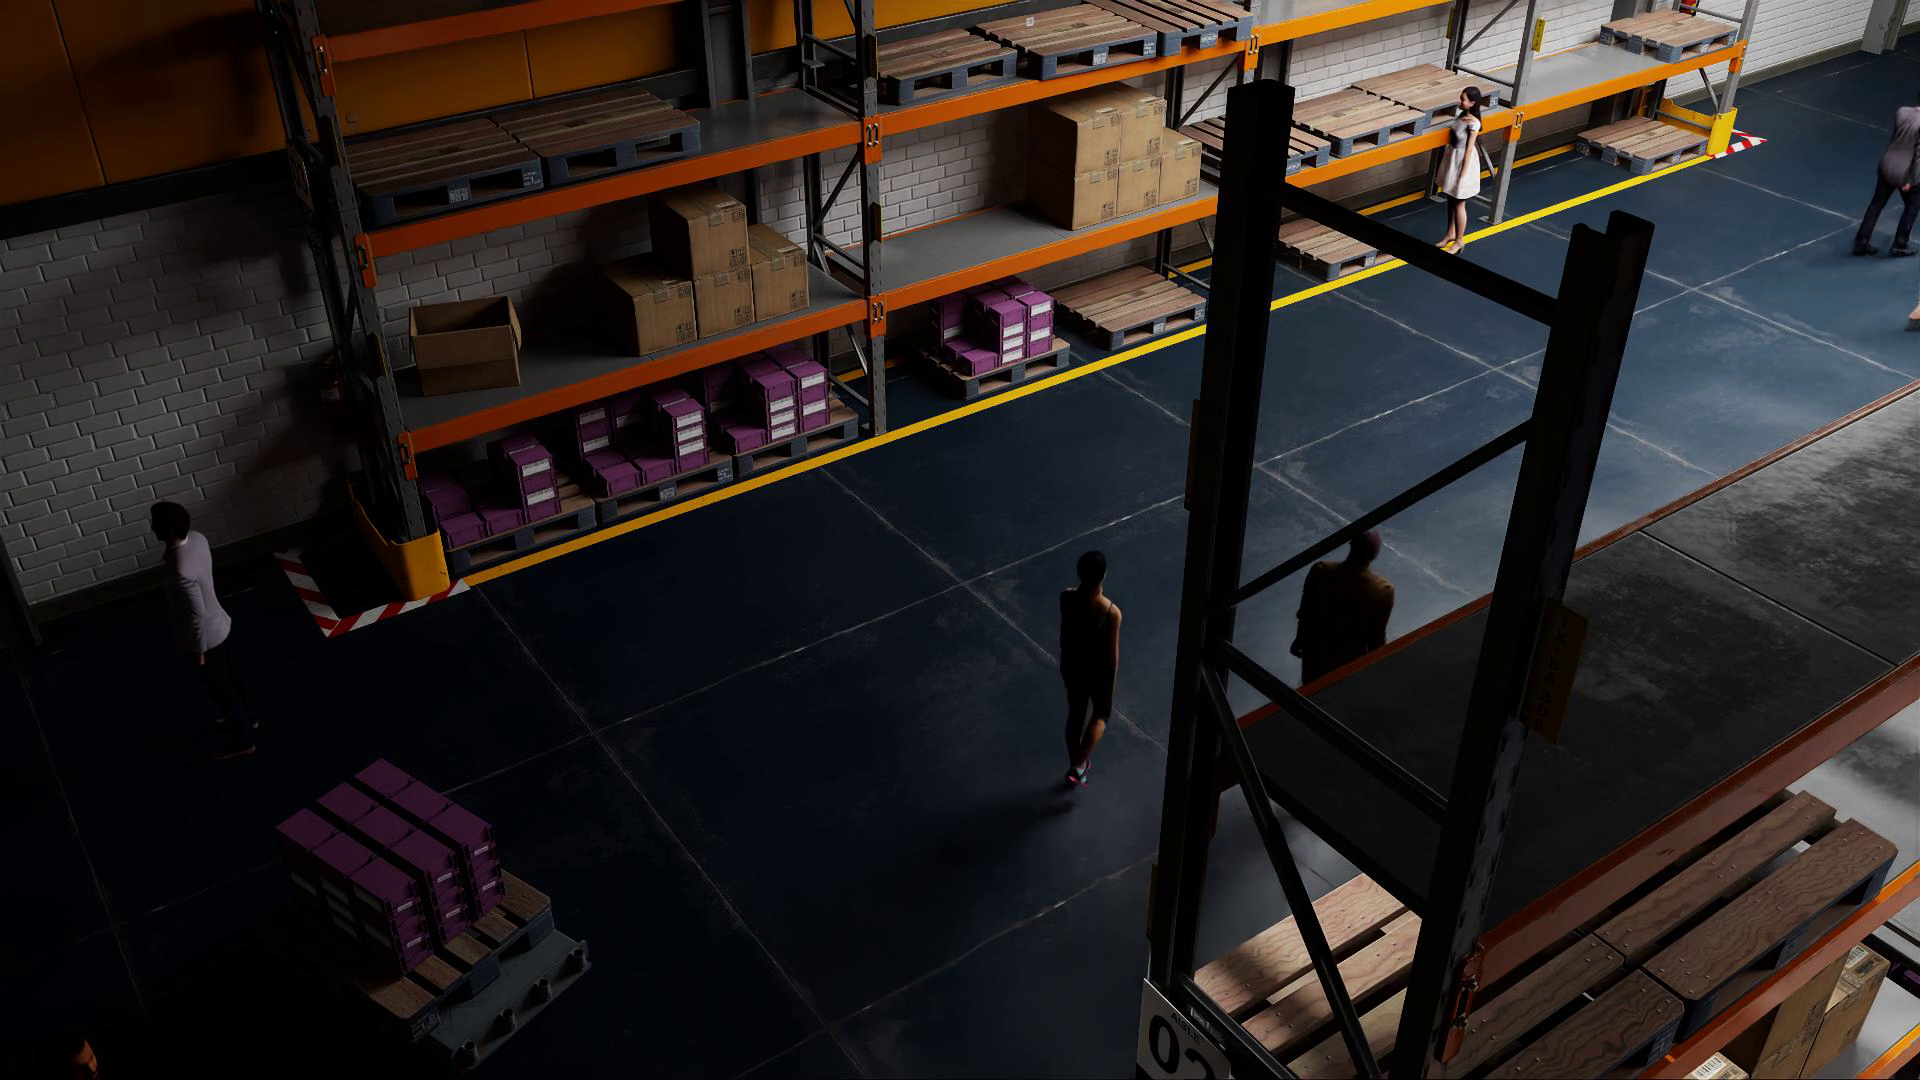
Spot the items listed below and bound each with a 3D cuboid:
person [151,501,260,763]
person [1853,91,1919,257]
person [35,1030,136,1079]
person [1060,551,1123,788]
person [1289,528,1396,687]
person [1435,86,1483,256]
[{"bbox_3d":[-4.746,0.553,10.458,0.719,1.852,0.757,-7,34,-10],"label":"person"},{"bbox_3d":[9.535,-3.751,16.965,0.973,1.818,0.865,-11,35,-16],"label":"person"},{"bbox_3d":[-3.748,2.744,7.287,1.056,1.712,1.179,17,37,23],"label":"person"},{"bbox_3d":[0.728,0.854,10.129,0.717,1.716,0.795,16,37,22],"label":"person"},{"bbox_3d":[2.277,0.750,10.213,1.039,1.795,1.133,10,35,15],"label":"person"},{"bbox_3d":[5.123,-3.784,17.059,0.804,1.768,0.777,-2,34,-3],"label":"person"}]
